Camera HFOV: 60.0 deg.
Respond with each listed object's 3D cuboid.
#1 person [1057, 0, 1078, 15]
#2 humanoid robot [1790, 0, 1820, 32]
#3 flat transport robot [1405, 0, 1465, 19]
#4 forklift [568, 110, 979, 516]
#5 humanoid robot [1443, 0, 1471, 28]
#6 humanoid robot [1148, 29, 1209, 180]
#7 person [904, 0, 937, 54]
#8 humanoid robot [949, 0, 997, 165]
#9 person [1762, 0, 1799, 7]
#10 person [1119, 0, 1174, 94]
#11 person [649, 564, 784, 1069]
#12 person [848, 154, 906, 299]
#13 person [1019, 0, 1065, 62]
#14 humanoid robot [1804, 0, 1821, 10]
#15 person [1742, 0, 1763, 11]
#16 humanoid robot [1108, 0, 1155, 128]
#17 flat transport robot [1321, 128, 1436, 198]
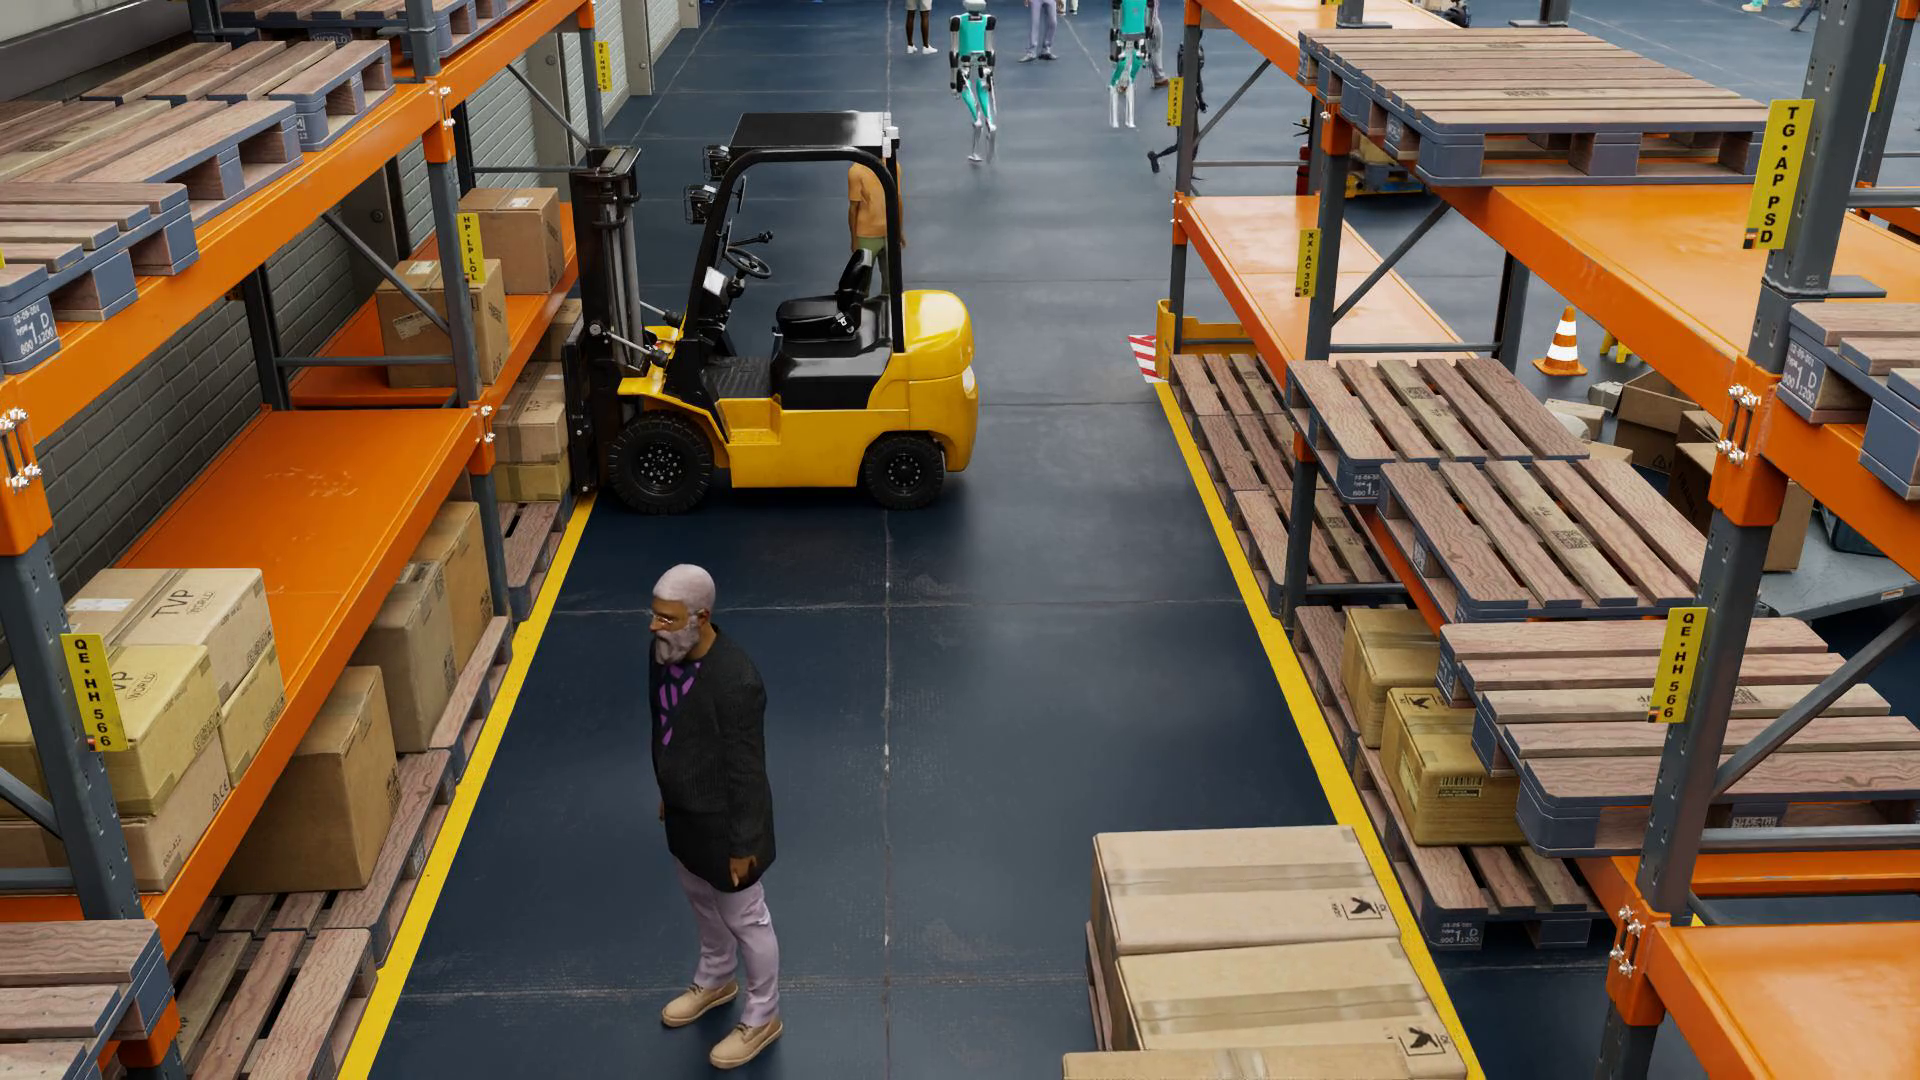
[{"bbox_3d":[1.836,-9.984,28.708,0.571,1.747,0.342,-12,28,-24],"label":"person"},{"bbox_3d":[13.961,-8.998,26.760,0.781,1.621,0.594,14,29,28],"label":"humanoid robot"},{"bbox_3d":[7.446,-8.391,27.073,0.659,0.231,1.431,16,30,31],"label":"flat transport robot"},{"bbox_3d":[-1.043,-1.379,9.976,2.313,2.155,1.214,-1,25,-2],"label":"forklift"},{"bbox_3d":[5.954,-5.862,20.089,0.603,1.628,0.684,-21,32,-37],"label":"humanoid robot"},{"bbox_3d":[2.328,-4.625,17.472,0.586,1.635,0.607,14,29,27],"label":"humanoid robot"},{"bbox_3d":[-0.631,-8.258,24.884,0.543,1.899,0.376,12,28,24],"label":"person"},{"bbox_3d":[0.218,-4.850,17.994,0.546,1.905,0.722,-11,27,-22],"label":"humanoid robot"},{"bbox_3d":[14.605,-10.367,29.400,0.959,1.845,0.537,-7,26,-14],"label":"person"},{"bbox_3d":[2.497,-6.882,21.996,0.960,1.887,0.631,-18,31,-34],"label":"person"},{"bbox_3d":[-0.817,0.909,5.535,0.406,1.849,0.537,-21,33,-37],"label":"person"},{"bbox_3d":[-0.611,-2.258,12.398,0.434,1.707,0.382,-12,28,-24],"label":"person"},{"bbox_3d":[1.162,-7.908,24.263,0.738,1.808,0.379,-8,26,-17],"label":"person"},{"bbox_3d":[15.138,-10.170,29.188,0.348,1.650,0.613,18,31,33],"label":"humanoid robot"},{"bbox_3d":[14.059,-10.245,29.094,0.358,1.910,0.485,8,26,15],"label":"person"},{"bbox_3d":[1.986,-5.838,19.935,0.537,1.774,0.691,-6,26,-12],"label":"humanoid robot"},{"bbox_3d":[4.442,-3.715,17.170,1.431,0.231,0.659,-4,26,-8],"label":"flat transport robot"}]
